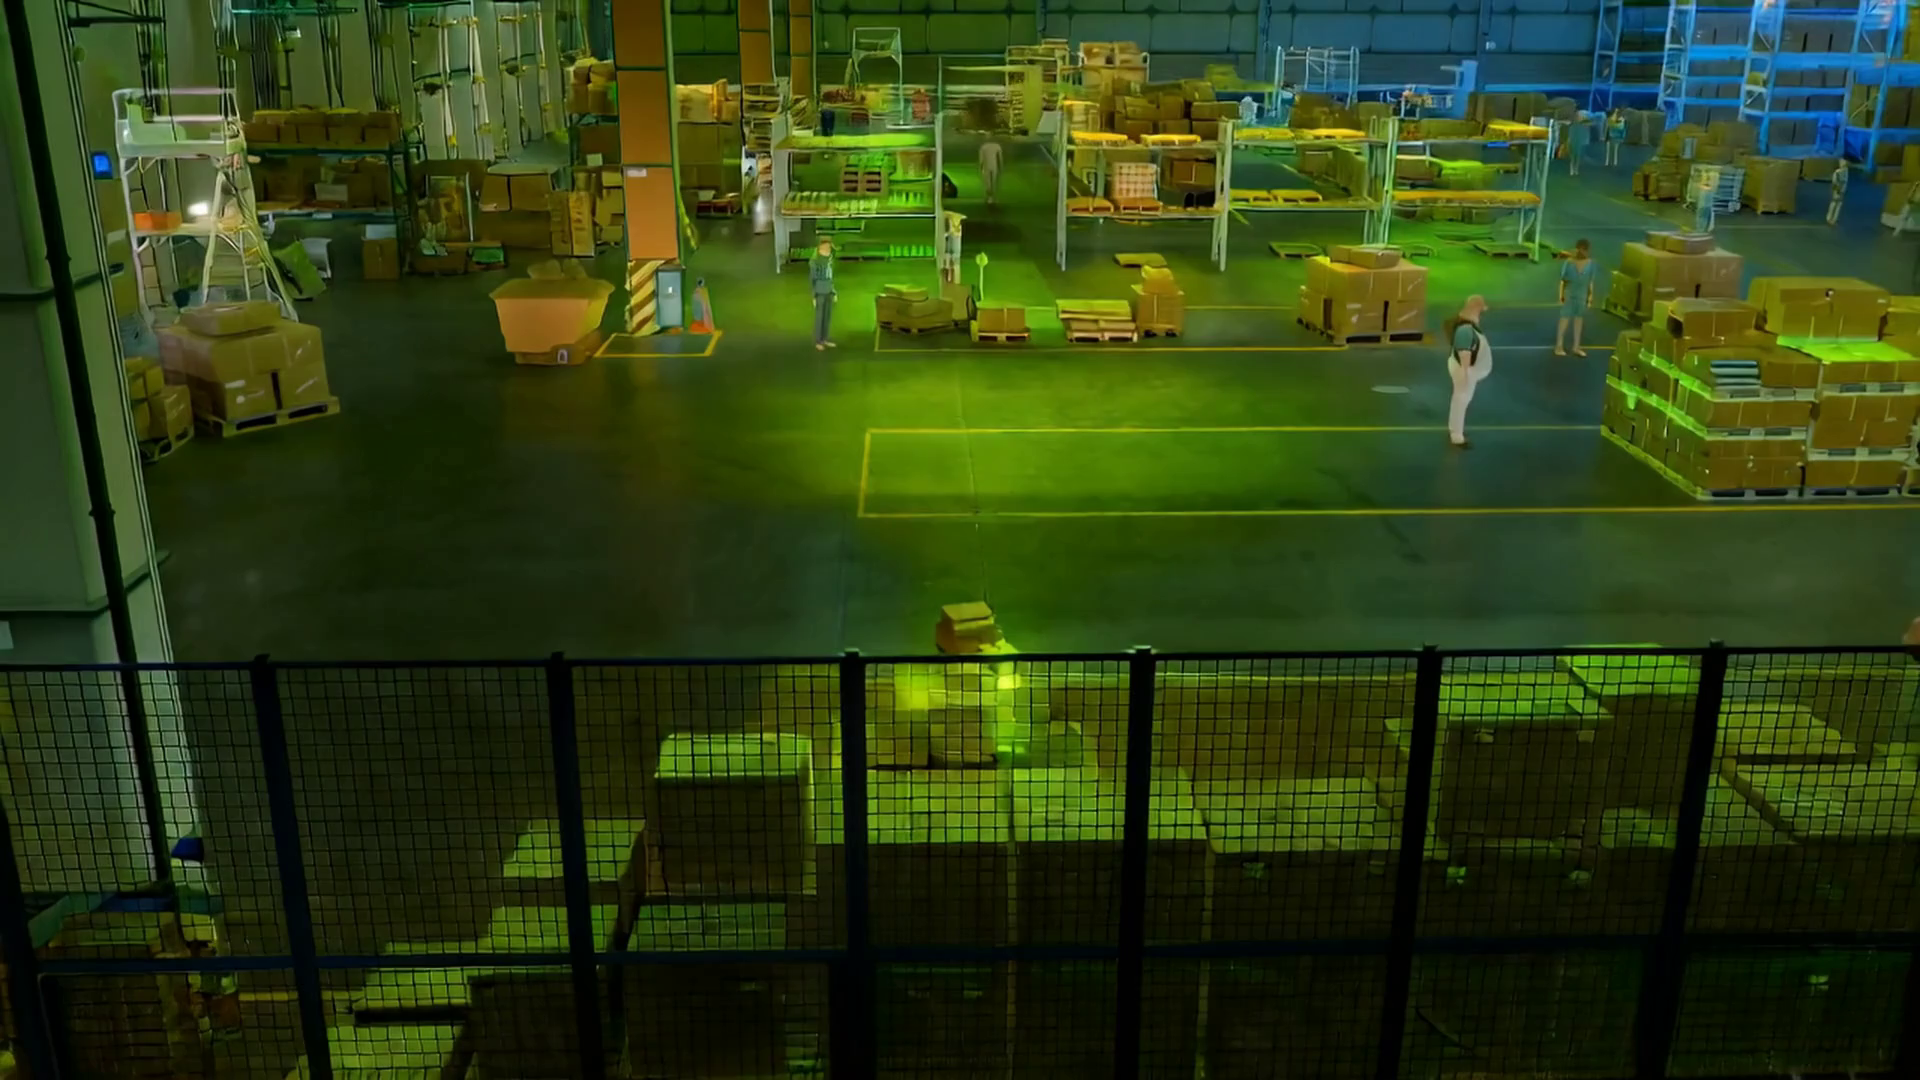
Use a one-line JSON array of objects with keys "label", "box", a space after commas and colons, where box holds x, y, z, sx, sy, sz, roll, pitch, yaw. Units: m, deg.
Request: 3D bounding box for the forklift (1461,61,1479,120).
[{"label": "forklift", "box": [20.149, -17.581, 66.025, 1.873, 2.768, 1.129, -1, 19, -2]}]

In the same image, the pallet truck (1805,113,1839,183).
[{"label": "pallet truck", "box": [26.403, -11.957, 50.702, 0.823, 1.965, 1.885, 6, 19, 16]}]

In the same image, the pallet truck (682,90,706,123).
[{"label": "pallet truck", "box": [-9.671, -15.907, 62.421, 0.823, 1.965, 1.885, 5, 19, 15]}]

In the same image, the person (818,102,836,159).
[{"label": "person", "box": [-4.593, -14.044, 57.053, 0.595, 1.889, 0.923, 5, 19, 15]}]

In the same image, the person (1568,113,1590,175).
[{"label": "person", "box": [19.453, -12.464, 52.336, 0.639, 1.916, 0.750, 10, 21, 28]}]

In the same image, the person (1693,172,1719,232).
[{"label": "person", "box": [16.070, -6.943, 35.899, 0.379, 1.958, 0.606, -2, 19, -5]}]

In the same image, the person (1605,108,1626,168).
[{"label": "person", "box": [21.348, -13.105, 54.252, 0.595, 1.914, 0.404, 6, 19, 16]}]

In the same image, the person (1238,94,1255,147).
[{"label": "person", "box": [10.564, -15.502, 61.393, 0.632, 1.898, 1.027, 6, 19, 16]}]

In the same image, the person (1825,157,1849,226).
[{"label": "person", "box": [21.910, -8.690, 41.474, 0.540, 1.696, 0.315, -9, 20, -24]}]

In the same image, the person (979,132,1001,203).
[{"label": "person", "box": [0.827, -10.190, 45.578, 0.632, 1.923, 0.586, -4, 19, -10]}]

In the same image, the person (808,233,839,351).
[{"label": "person", "box": [-2.254, -4.124, 27.574, 0.366, 1.927, 0.585, 12, 22, 31]}]

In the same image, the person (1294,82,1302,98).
[{"label": "person", "box": [13.443, -17.196, 66.249, 0.379, 1.996, 0.611, -6, 19, -17]}]

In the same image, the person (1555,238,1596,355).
[{"label": "person", "box": [10.029, -3.955, 27.081, 0.541, 1.928, 0.398, 0, 19, 1]}]

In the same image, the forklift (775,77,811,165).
[{"label": "forklift", "box": [-5.920, -13.893, 55.085, 1.873, 2.768, 1.129, -1, 19, -1]}]

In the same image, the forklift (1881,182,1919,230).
[{"label": "forklift", "box": [24.028, -9.092, 40.844, 1.873, 2.768, 1.129, -1, 19, -2]}]

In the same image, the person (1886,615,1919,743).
[{"label": "person", "box": [6.424, 1.386, 11.239, 0.453, 1.916, 0.583, 8, 20, 22]}]

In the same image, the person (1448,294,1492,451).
[{"label": "person", "box": [6.646, -2.199, 21.687, 0.536, 2.000, 0.673, 5, 19, 15]}]

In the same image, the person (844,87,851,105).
[{"label": "person", "box": [-4.609, -17.681, 68.146, 0.321, 1.697, 0.535, -6, 19, -16]}]

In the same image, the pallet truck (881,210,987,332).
[{"label": "pallet truck", "box": [-0.493, -4.759, 29.349, 1.885, 1.965, 0.823, -13, 23, -34]}]

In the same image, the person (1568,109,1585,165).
[{"label": "person", "box": [20.418, -13.314, 54.991, 0.452, 1.828, 0.630, 2, 19, 6]}]

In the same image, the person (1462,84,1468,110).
[{"label": "person", "box": [20.069, -17.203, 66.364, 0.368, 1.936, 0.549, -10, 21, -28]}]

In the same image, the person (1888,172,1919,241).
[{"label": "person", "box": [22.486, -7.858, 39.165, 0.531, 1.599, 0.859, -17, 25, -42]}]

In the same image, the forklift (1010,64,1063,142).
[{"label": "forklift", "box": [2.918, -16.563, 63.005, 1.873, 2.768, 1.129, -3, 19, -7]}]
